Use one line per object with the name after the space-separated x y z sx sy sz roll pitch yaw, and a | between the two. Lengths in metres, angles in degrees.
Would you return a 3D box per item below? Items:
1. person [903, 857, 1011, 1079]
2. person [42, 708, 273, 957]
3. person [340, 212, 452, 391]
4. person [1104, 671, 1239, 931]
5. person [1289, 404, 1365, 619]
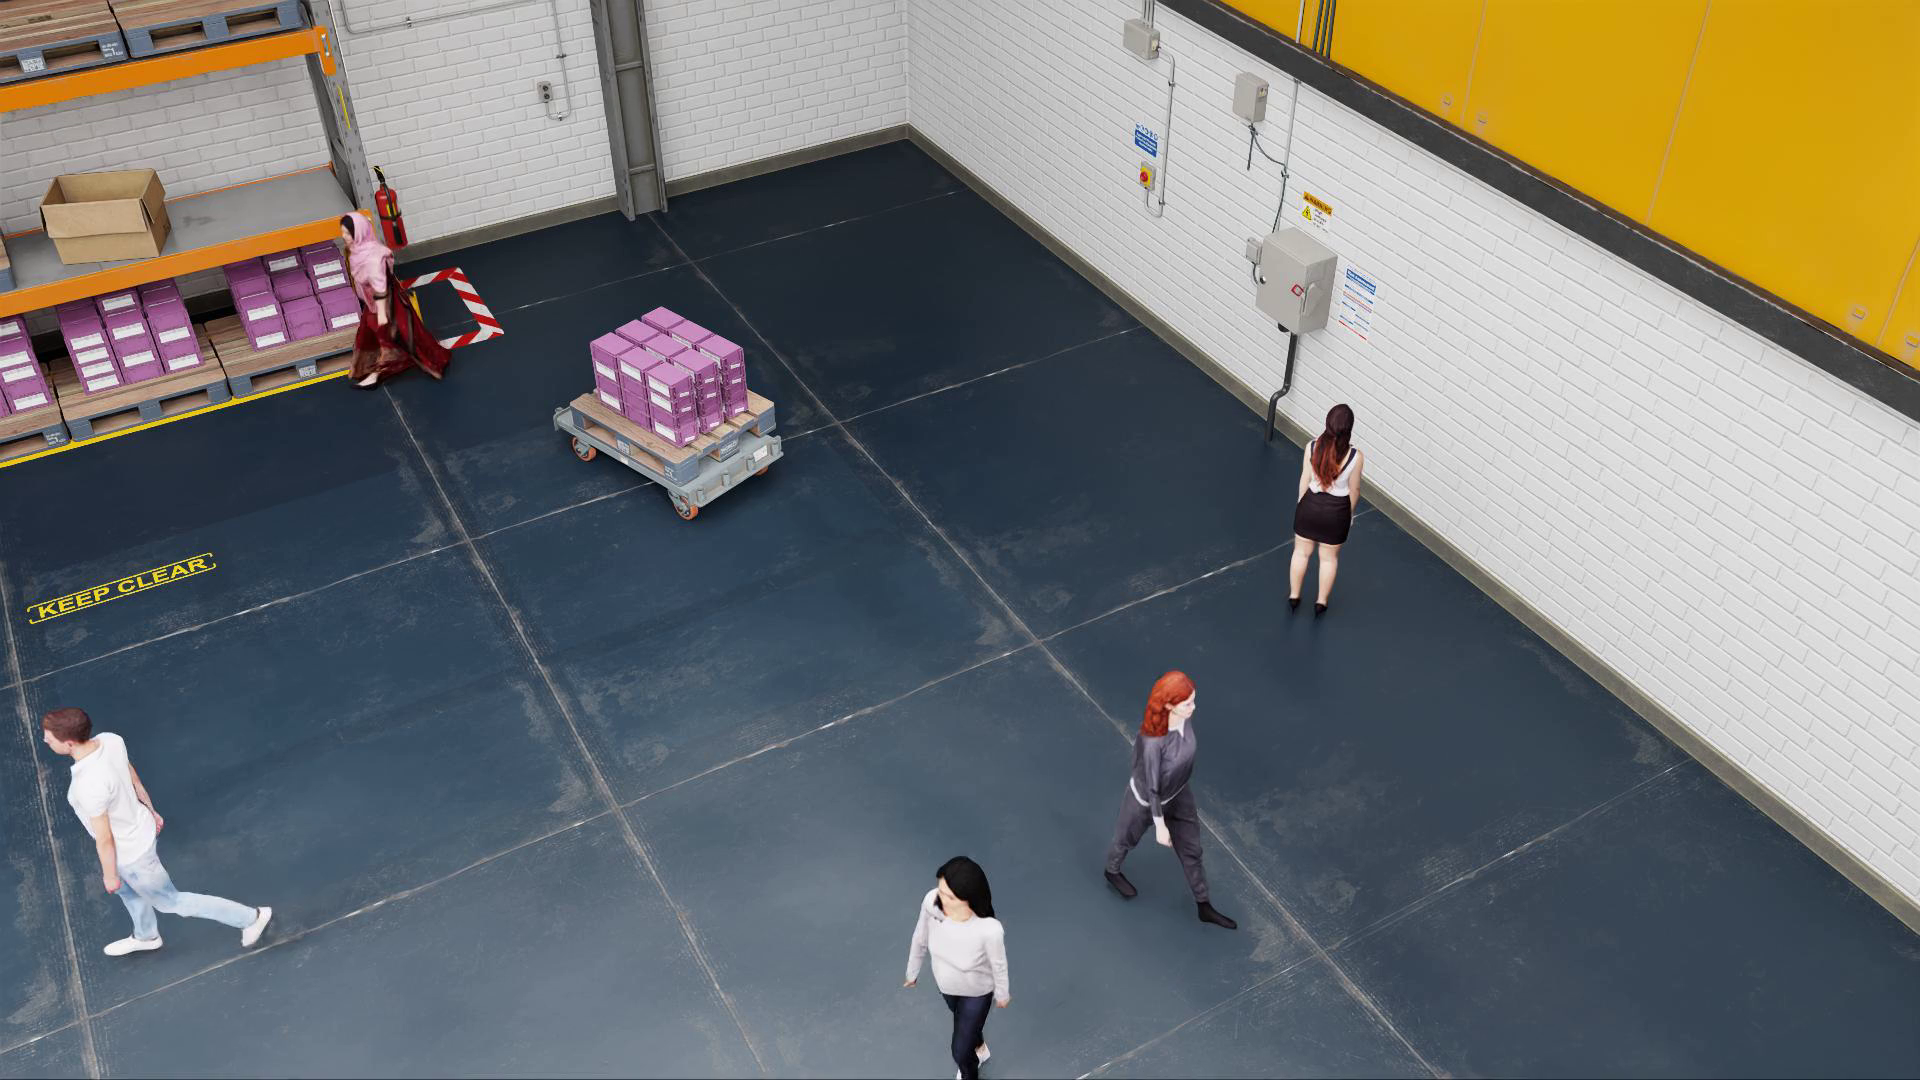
0.078 2.087 8.120 0.772 1.683 0.823 25 45 27 | person
-4.214 1.567 8.663 1.208 1.817 0.808 -12 40 -14 | person
-4.483 -1.927 13.210 1.113 1.604 0.739 -21 43 -24 | person
0.990 1.355 8.991 0.861 1.740 1.068 31 48 33 | person
2.401 -0.181 10.987 0.625 1.648 0.686 9 40 11 | person
